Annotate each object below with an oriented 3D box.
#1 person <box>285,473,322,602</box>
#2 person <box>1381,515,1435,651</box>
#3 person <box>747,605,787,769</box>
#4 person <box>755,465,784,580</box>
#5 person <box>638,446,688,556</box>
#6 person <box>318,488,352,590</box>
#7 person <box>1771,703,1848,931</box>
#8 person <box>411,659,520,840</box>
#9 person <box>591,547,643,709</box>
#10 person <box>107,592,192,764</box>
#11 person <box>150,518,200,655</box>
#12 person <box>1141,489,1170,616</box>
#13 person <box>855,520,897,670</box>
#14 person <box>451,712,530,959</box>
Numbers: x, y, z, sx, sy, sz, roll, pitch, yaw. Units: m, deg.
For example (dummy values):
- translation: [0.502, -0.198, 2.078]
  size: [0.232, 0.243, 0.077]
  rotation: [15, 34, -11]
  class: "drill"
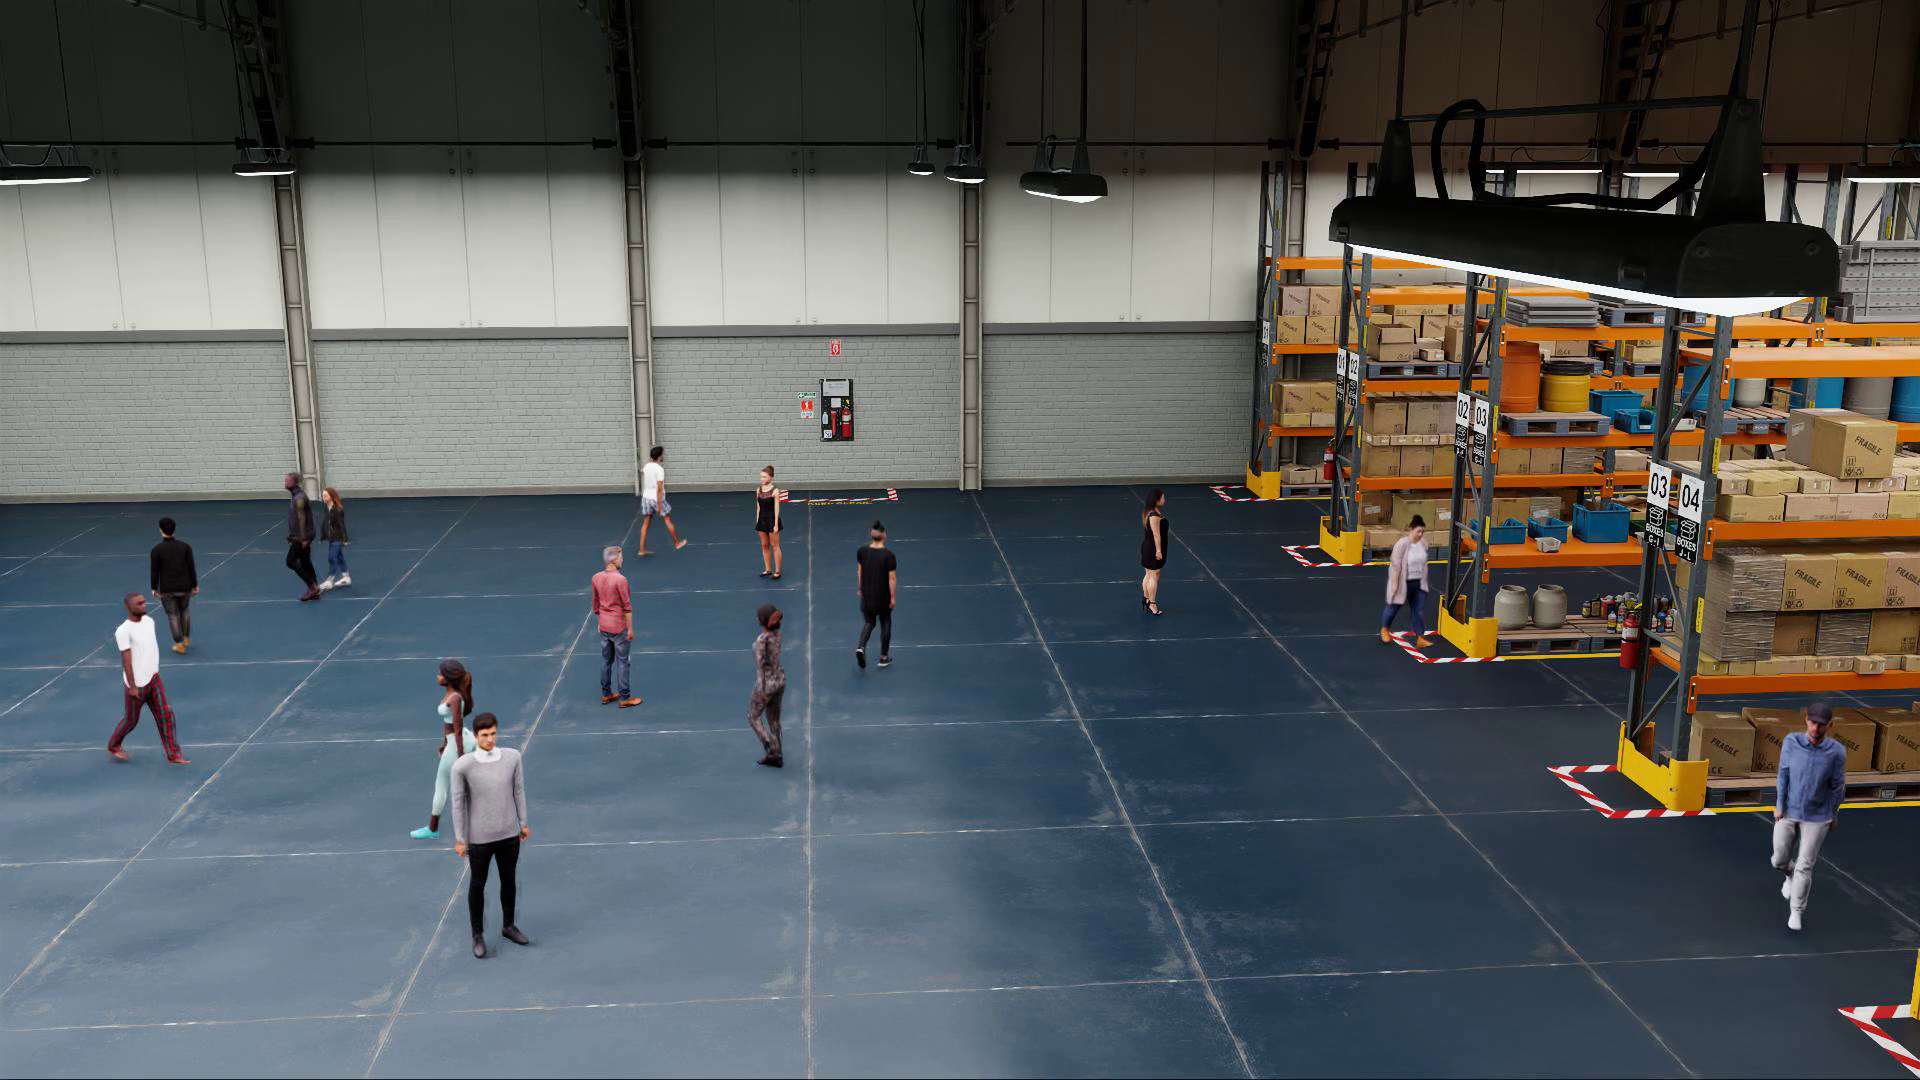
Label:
- translation: [-9.090, -0.043, 23.207]
  size: [0.782, 1.820, 0.798]
  rotation: [-6, 15, -26]
  class: "person"
- translation: [5.605, 0.521, 21.045]
  size: [1.107, 1.698, 0.960]
  rotation: [-4, 14, -17]
  class: "person"
- translation: [-1.857, 1.498, 16.813]
  size: [0.758, 1.703, 0.704]
  rotation: [8, 15, 32]
  class: "person"
- translation: [-2.805, -0.268, 24.493]
  size: [0.672, 1.679, 0.743]
  rotation: [9, 16, 33]
  class: "person"
- translation: [-4.809, -0.572, 25.781]
  size: [1.090, 1.689, 1.146]
  rotation: [11, 17, 39]
  class: "person"
- translation: [-8.940, -0.040, 23.984]
  size: [0.845, 1.464, 0.911]
  rotation: [11, 17, 39]
  class: "person"
- translation: [6.855, 2.186, 13.486]
  size: [0.967, 1.864, 1.003]
  rotation: [9, 16, 34]
  class: "person"
- translation: [-4.432, 1.915, 15.060]
  size: [1.172, 1.680, 0.572]
  rotation: [-1, 13, -4]
  class: "person"
- translation: [-3.913, 0.970, 18.811]
  size: [0.725, 1.831, 0.820]
  rotation: [9, 16, 33]
  class: "person"
- translation: [-8.400, 1.433, 16.892]
  size: [1.279, 1.794, 0.961]
  rotation: [3, 13, 14]
  class: "person"
- translation: [-9.785, 0.579, 20.764]
  size: [0.895, 1.710, 0.946]
  rotation: [-12, 17, -41]
  class: "person"
- translation: [2.624, 0.149, 22.607]
  size: [0.602, 1.718, 0.653]
  rotation: [-2, 13, -9]
  class: "person"
- translation: [-1.046, 0.675, 20.053]
  size: [1.050, 1.845, 1.008]
  rotation: [5, 14, 21]
  class: "person"
- translation: [-3.666, 2.264, 13.019]
  size: [0.756, 1.922, 0.895]
  rotation: [-9, 16, -33]
  class: "person"
